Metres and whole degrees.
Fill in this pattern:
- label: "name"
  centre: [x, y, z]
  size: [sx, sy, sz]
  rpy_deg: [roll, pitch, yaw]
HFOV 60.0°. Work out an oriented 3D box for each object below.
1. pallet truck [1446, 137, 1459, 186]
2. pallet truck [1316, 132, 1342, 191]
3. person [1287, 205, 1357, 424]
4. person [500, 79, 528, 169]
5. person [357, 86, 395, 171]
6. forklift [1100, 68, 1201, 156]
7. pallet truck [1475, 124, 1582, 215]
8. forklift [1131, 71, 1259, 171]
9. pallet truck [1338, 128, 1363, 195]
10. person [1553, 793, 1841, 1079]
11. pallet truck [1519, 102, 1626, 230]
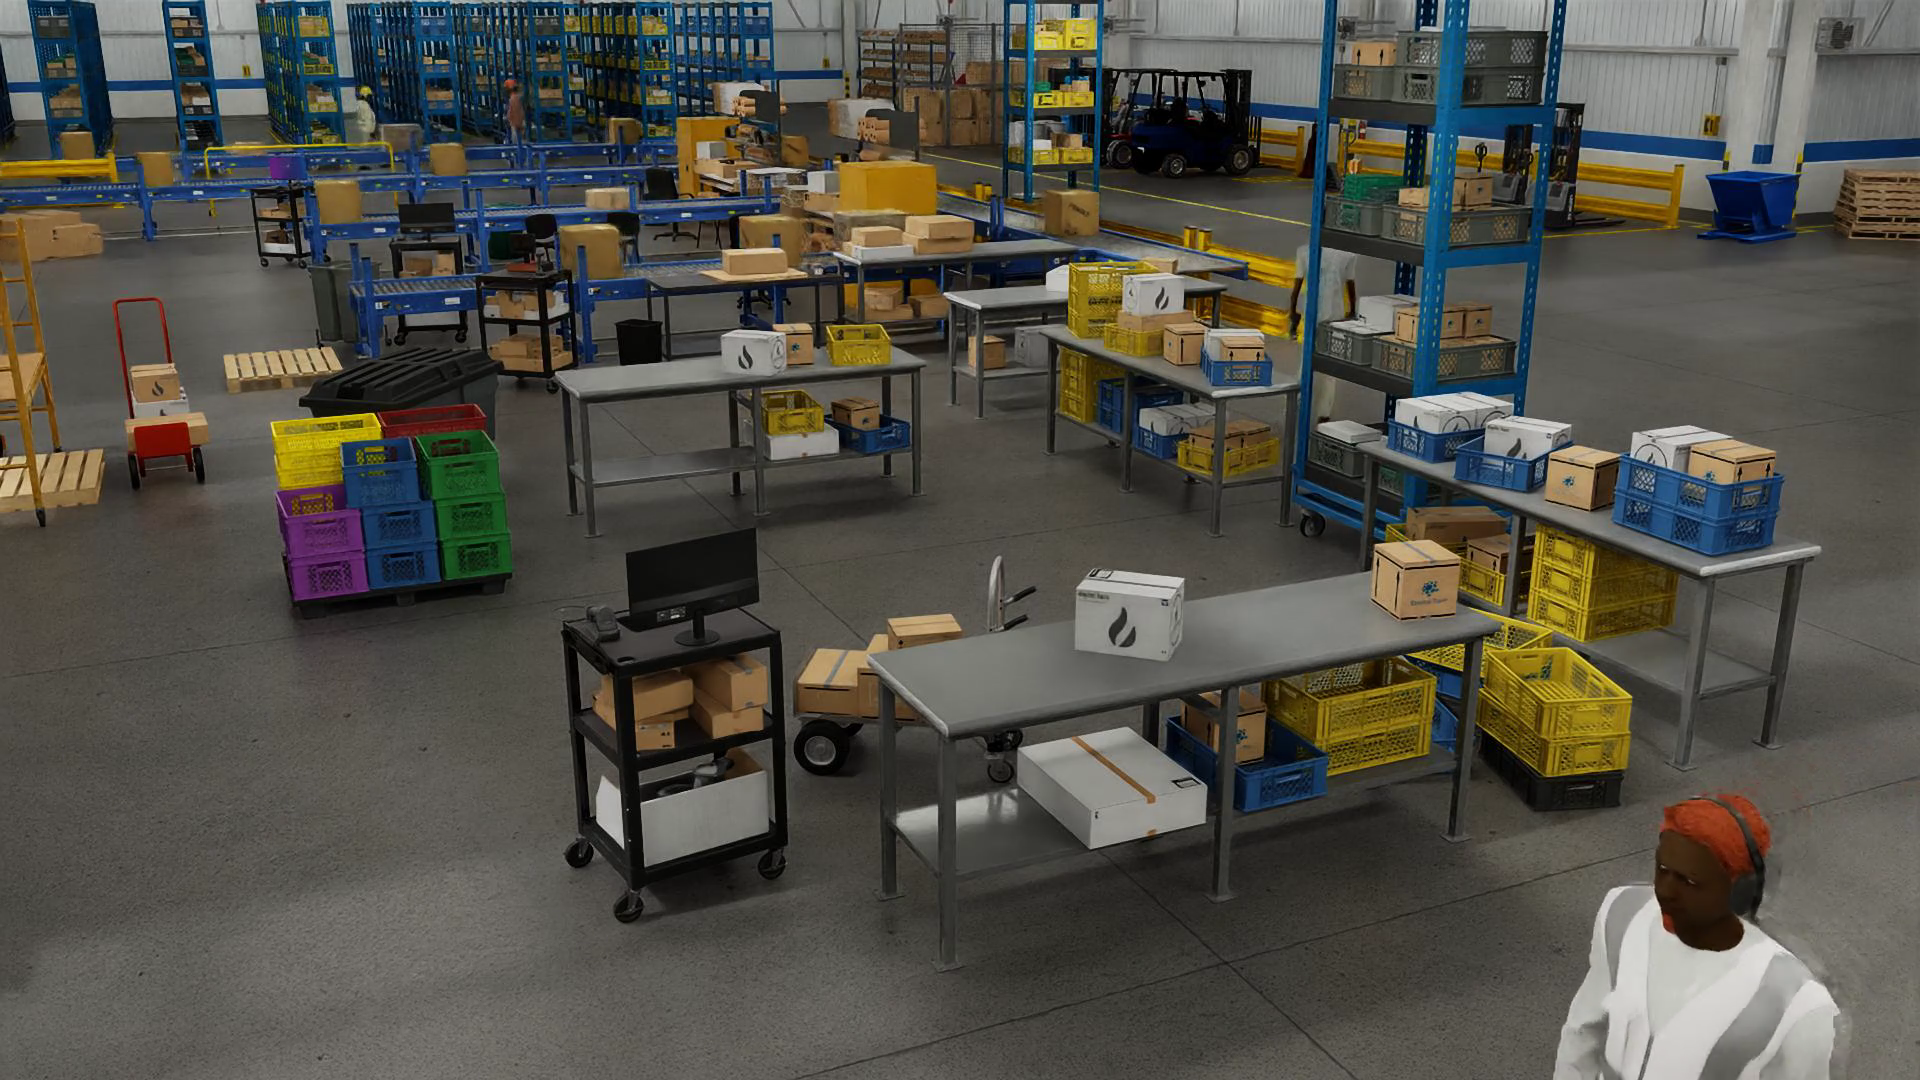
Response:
- label: "pallet truck"
  centre: [9.184, -6.485, 29.328]
  size: [1.630, 1.274, 0.653]
  rpy_deg: [-8, 19, -23]
- label: "pallet truck"
  centre: [7.723, -7.504, 32.656]
  size: [1.601, 1.201, 0.680]
  rpy_deg: [-8, 19, -23]
- label: "person"
  centre: [3.010, -1.833, 13.789]
  size: [0.551, 1.848, 0.443]
  rpy_deg: [6, 19, 18]
- label: "person"
  centre: [-9.863, -9.092, 36.454]
  size: [0.772, 1.964, 0.646]
  rpy_deg: [-4, 18, -12]
- label: "person"
  centre: [-12.885, -9.031, 36.525]
  size: [0.853, 1.799, 0.625]
  rpy_deg: [-7, 19, -20]
- label: "forklift"
  centre: [4.082, -9.564, 37.410]
  size: [2.680, 1.987, 1.157]
  rpy_deg: [-8, 19, -23]
- label: "pallet truck"
  centre: [9.707, -6.455, 28.103]
  size: [1.885, 1.965, 0.823]
  rpy_deg: [-7, 19, -20]
- label: "forklift"
  centre: [4.998, -8.936, 35.413]
  size: [2.680, 1.987, 1.157]
  rpy_deg: [-9, 20, -25]
- label: "pallet truck"
  centre: [7.845, -7.140, 31.411]
  size: [1.522, 1.261, 0.704]
  rpy_deg: [-9, 20, -25]
- label: "person"
  centre: [1.536, 1.393, 3.652]
  size: [1.014, 1.828, 0.594]
  rpy_deg: [-7, 19, -21]
- label: "pallet truck"
  centre: [9.972, -6.037, 26.785]
  size: [1.885, 1.965, 0.823]
  rpy_deg: [-9, 20, -25]
